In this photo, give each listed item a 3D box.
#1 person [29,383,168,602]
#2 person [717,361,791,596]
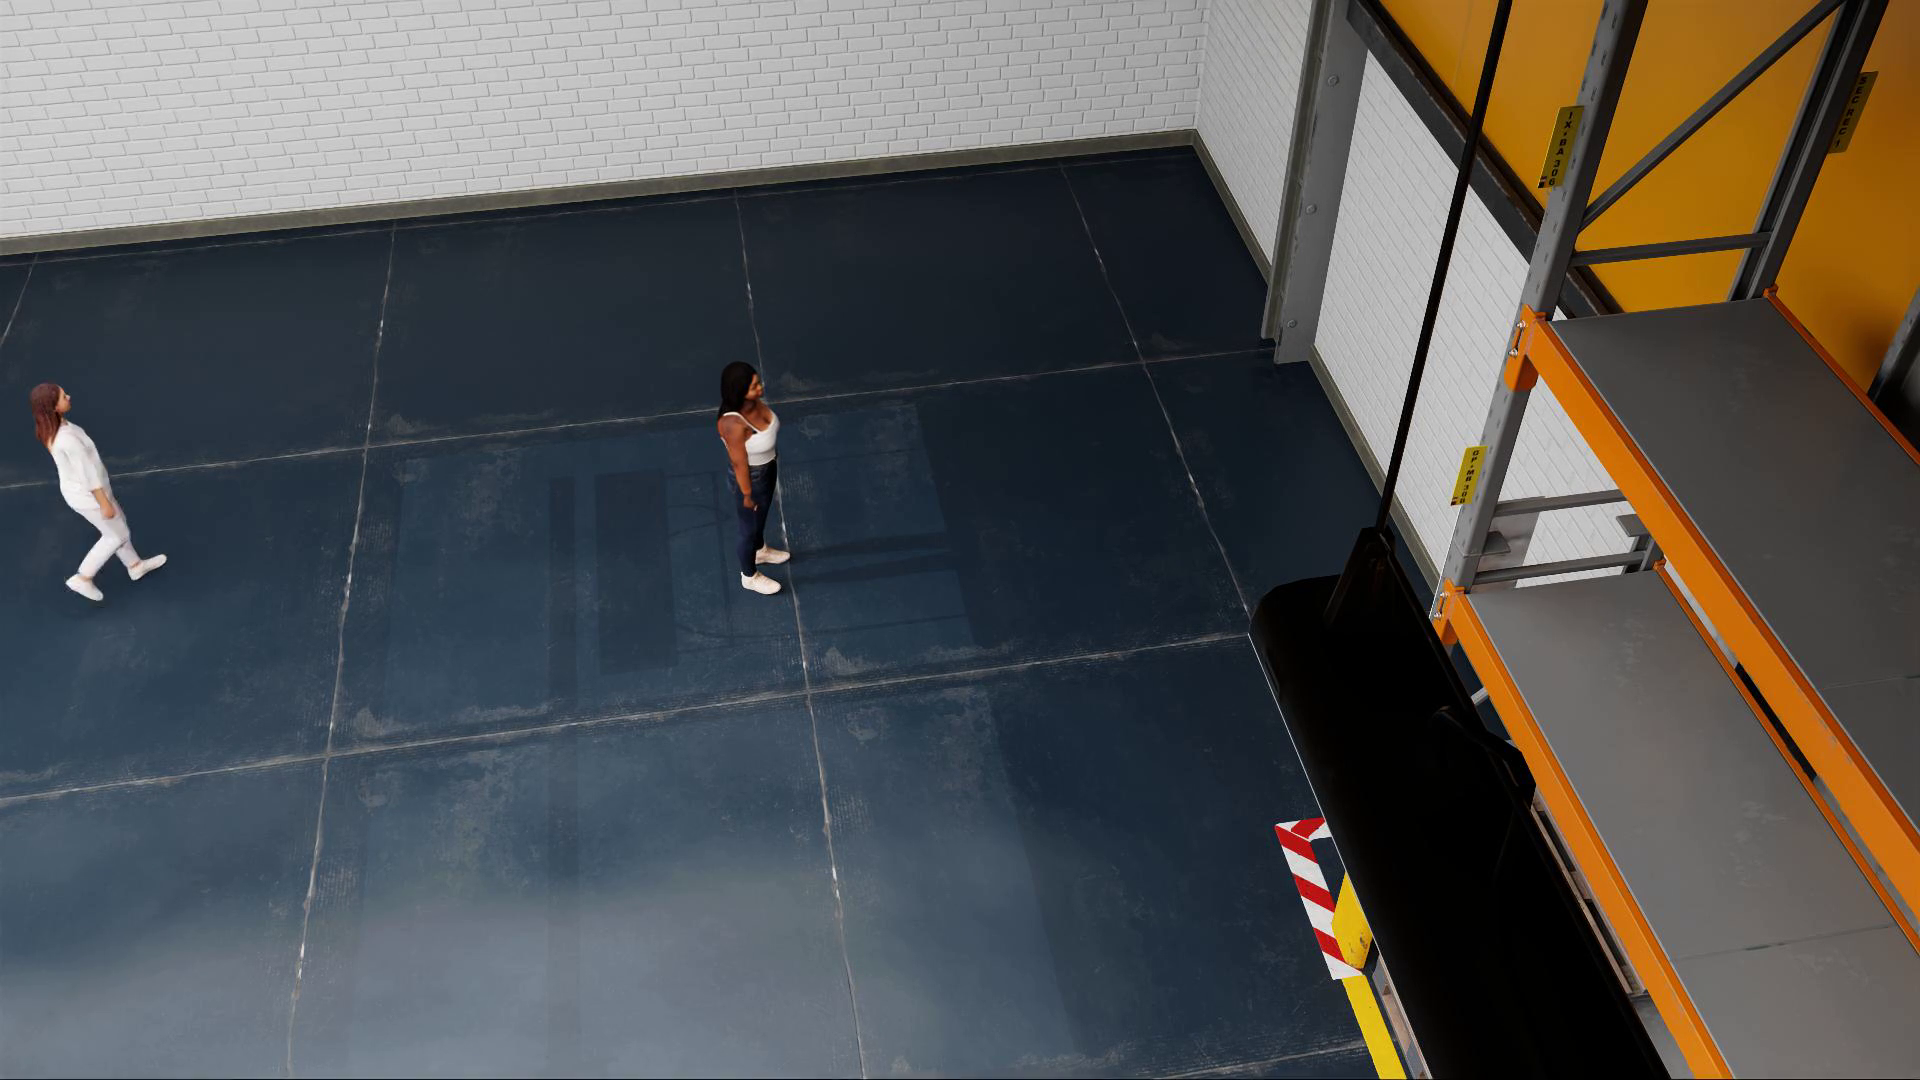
[{"bbox_3d":[-5.731,-0.278,10.815,0.926,1.674,0.940,34,53,30],"label":"person"},{"bbox_3d":[-1.378,-0.429,10.875,0.769,1.810,0.640,5,44,5],"label":"person"}]
